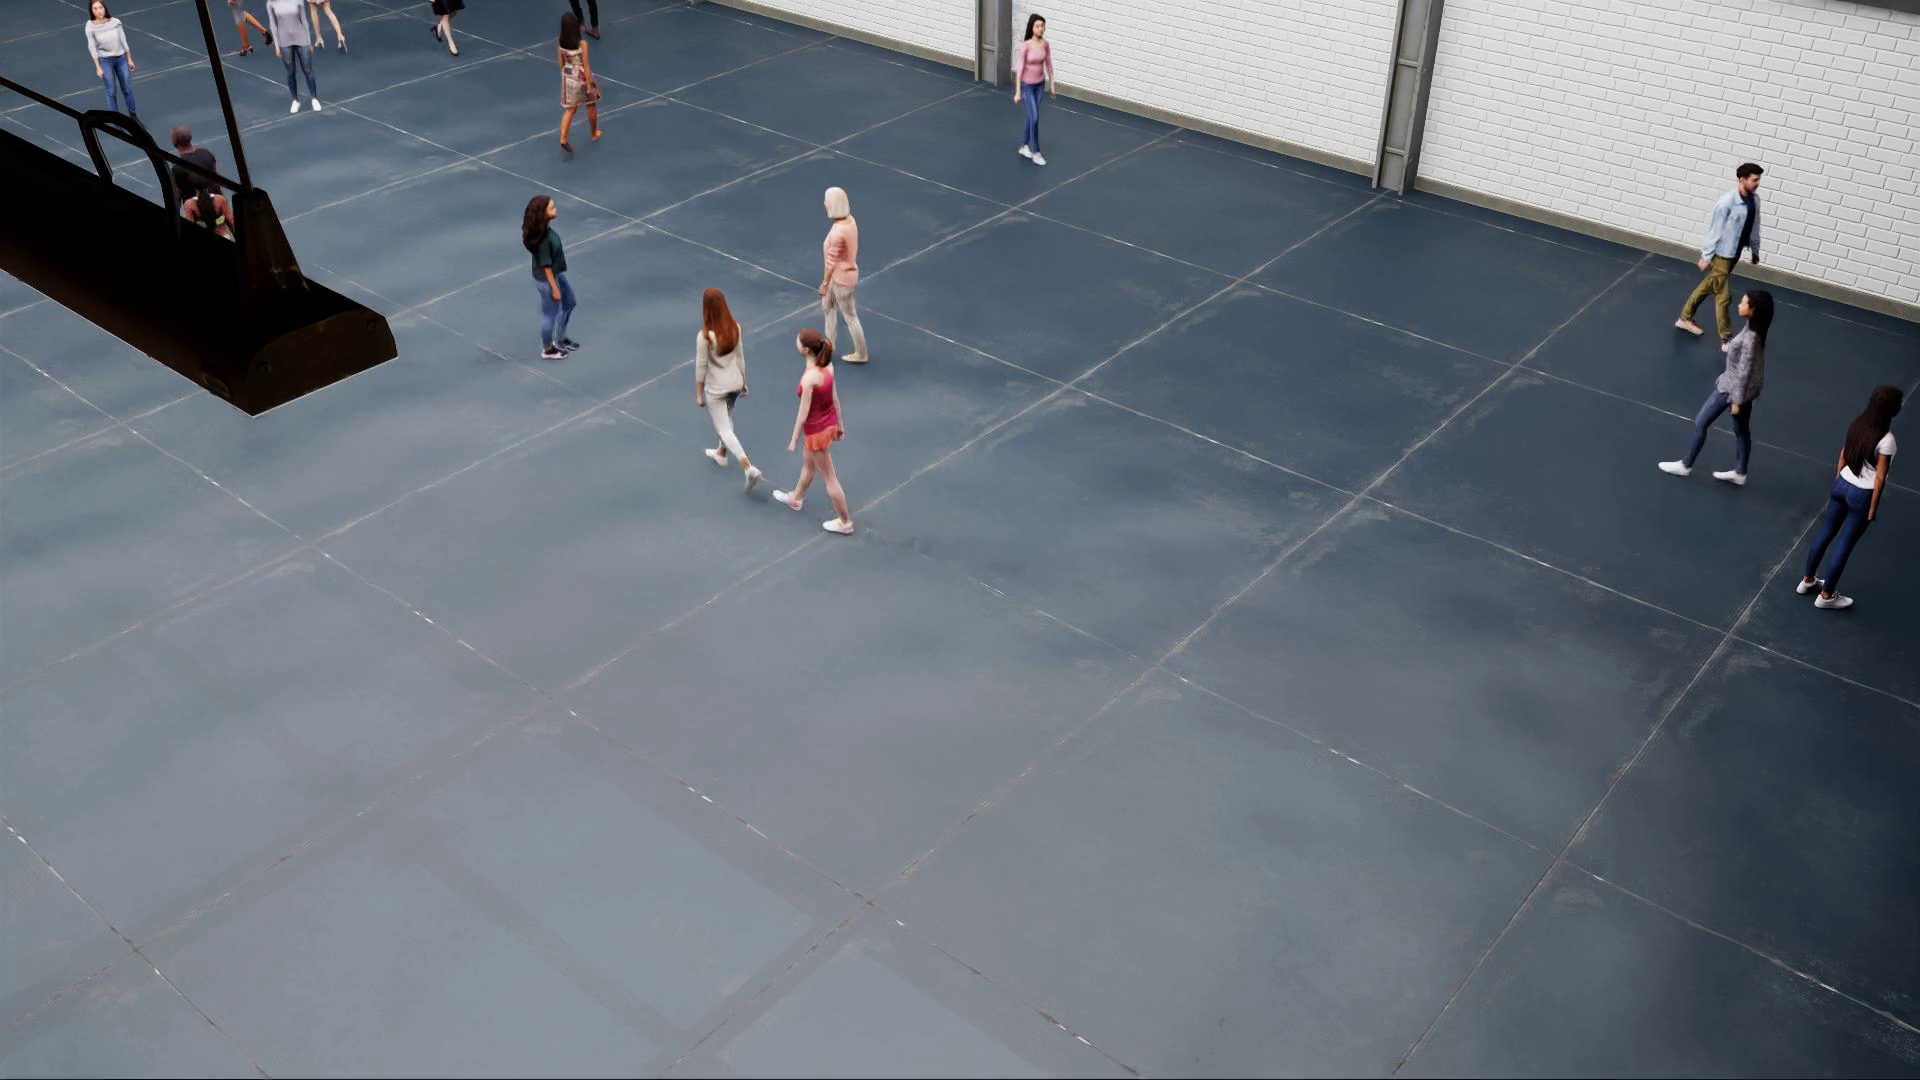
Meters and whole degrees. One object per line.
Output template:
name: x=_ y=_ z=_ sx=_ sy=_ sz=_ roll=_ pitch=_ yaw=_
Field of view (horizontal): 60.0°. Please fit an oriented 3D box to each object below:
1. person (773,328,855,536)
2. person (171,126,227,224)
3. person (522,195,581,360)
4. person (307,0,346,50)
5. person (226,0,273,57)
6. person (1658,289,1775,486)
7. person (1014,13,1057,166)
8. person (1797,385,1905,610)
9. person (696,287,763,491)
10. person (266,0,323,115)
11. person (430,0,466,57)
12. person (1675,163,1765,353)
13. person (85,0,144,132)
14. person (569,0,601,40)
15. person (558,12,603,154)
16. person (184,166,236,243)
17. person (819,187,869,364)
person: x=-1.004 y=-0.809 z=12.830 sx=1.073 sy=1.725 sz=0.771 roll=14 pitch=36 yaw=19
person: x=-7.314 y=-3.143 z=16.283 sx=1.132 sy=1.789 sz=0.949 roll=8 pitch=34 yaw=12
person: x=-3.871 y=-2.401 z=15.334 sx=0.797 sy=1.605 sz=0.729 roll=-6 pitch=34 yaw=-9
person: x=-8.884 y=-7.674 z=23.165 sx=0.827 sy=1.716 sz=0.581 roll=22 pitch=40 yaw=30
person: x=-9.899 y=-7.559 z=22.943 sx=0.890 sy=1.771 sz=0.807 roll=3 pitch=34 yaw=4
person: x=6.375 y=-1.190 z=13.421 sx=0.882 sy=1.705 sz=0.651 roll=24 pitch=41 yaw=32
person: x=0.825 y=-5.378 z=19.701 sx=0.768 sy=1.728 sz=0.928 roll=-19 pitch=38 yaw=-26
person: x=6.466 y=-0.316 z=12.043 sx=0.727 sy=1.775 sz=0.647 roll=-6 pitch=34 yaw=-9
person: x=-1.869 y=-1.203 z=13.457 sx=0.687 sy=1.687 sz=1.110 roll=-27 pitch=42 yaw=-35
person: x=-8.450 y=-6.308 z=21.093 sx=0.689 sy=1.734 sz=0.695 roll=-11 pitch=35 yaw=-16
person: x=-7.240 y=-7.607 z=23.050 sx=0.781 sy=1.732 sz=0.603 roll=25 pitch=41 yaw=32
person: x=7.117 y=-2.703 z=15.631 sx=0.917 sy=1.777 sz=1.190 roll=-20 pitch=38 yaw=-27
person: x=-10.475 y=-5.887 z=20.554 sx=0.628 sy=1.631 sz=0.544 roll=-28 pitch=42 yaw=-35
person: x=-5.319 y=-8.034 z=23.612 sx=0.758 sy=1.821 sz=0.743 roll=-27 pitch=42 yaw=-35
person: x=-4.625 y=-5.445 z=19.910 sx=1.144 sy=1.608 sz=0.954 roll=9 pitch=35 yaw=14
person: x=-6.894 y=-2.595 z=15.524 sx=0.887 sy=1.717 sz=1.155 roll=-15 pitch=36 yaw=-21
person: x=-0.987 y=-2.387 z=15.220 sx=0.937 sy=1.707 sz=0.830 roll=4 pitch=34 yaw=6
